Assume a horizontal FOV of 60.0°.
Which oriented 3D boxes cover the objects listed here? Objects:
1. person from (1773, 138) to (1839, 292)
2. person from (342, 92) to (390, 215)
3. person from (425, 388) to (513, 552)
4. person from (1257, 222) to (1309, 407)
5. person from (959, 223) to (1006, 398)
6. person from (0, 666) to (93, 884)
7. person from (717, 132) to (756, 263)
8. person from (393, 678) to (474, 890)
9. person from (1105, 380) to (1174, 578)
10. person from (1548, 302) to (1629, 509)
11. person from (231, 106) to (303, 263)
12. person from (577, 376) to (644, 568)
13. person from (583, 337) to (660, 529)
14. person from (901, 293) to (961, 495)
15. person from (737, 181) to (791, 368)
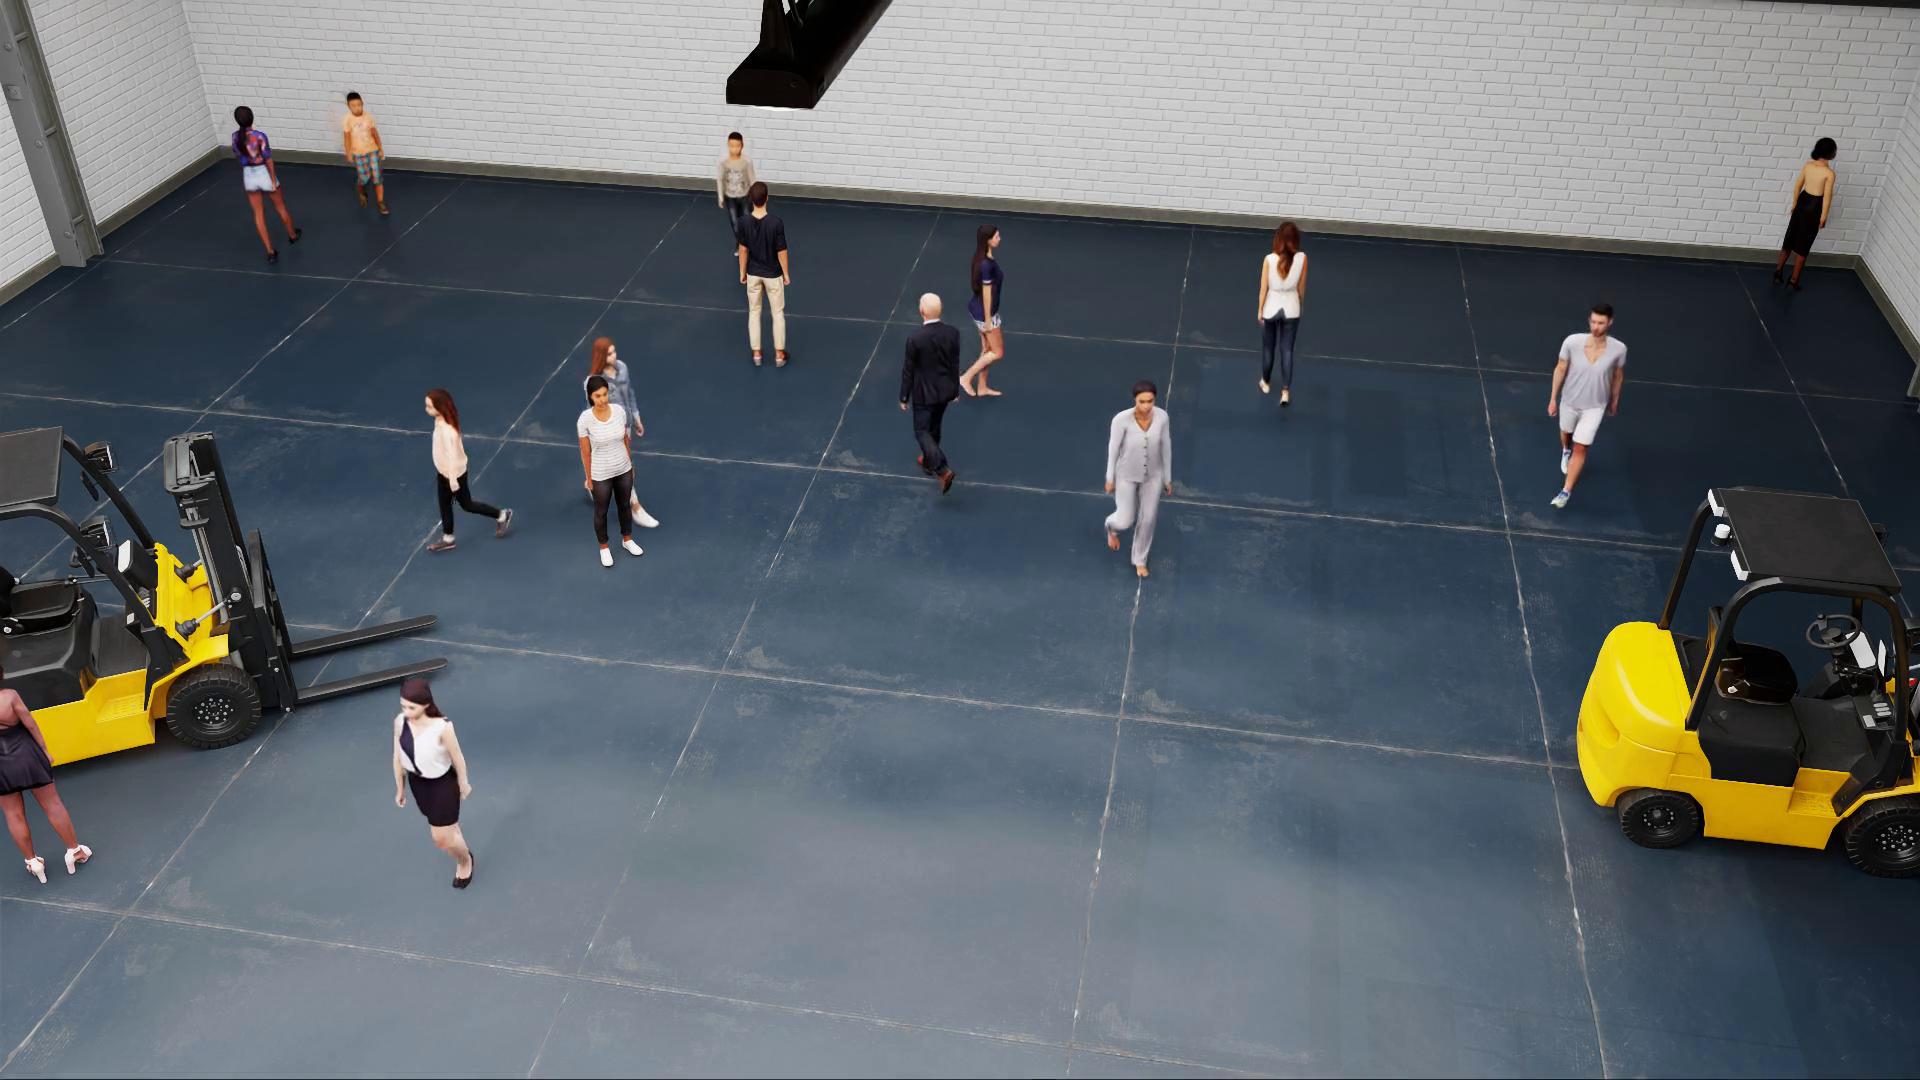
[{"bbox_3d":[8.998,-3.464,17.667,0.734,1.654,0.651,-15,37,-21],"label":"person"},{"bbox_3d":[-6.994,-4.553,19.492,0.764,1.447,0.824,-22,40,-30],"label":"person"},{"bbox_3d":[-4.056,-0.580,13.502,0.993,1.460,0.966,-19,38,-26],"label":"person"},{"bbox_3d":[3.011,-2.106,15.491,0.641,1.802,0.861,1,34,2],"label":"person"},{"bbox_3d":[0.152,-2.100,15.524,0.748,1.754,0.685,-4,34,-6],"label":"person"},{"bbox_3d":[-5.823,1.388,10.246,0.645,1.787,0.681,-13,36,-19],"label":"person"},{"bbox_3d":[-2.454,-3.832,18.411,0.608,1.443,0.814,2,34,2],"label":"person"},{"bbox_3d":[-3.192,1.475,10.252,0.589,1.636,0.621,10,35,14],"label":"person"},{"bbox_3d":[1.387,-0.556,13.233,0.825,1.719,0.914,-8,34,-11],"label":"person"},{"bbox_3d":[5.326,-1.219,14.165,0.976,1.791,1.390,15,36,21],"label":"person"},{"bbox_3d":[-7.711,-3.885,18.238,0.728,1.722,0.984,-1,34,-2],"label":"person"},{"bbox_3d":[-2.818,-0.573,13.323,0.653,1.647,0.715,-22,39,-29],"label":"person"},{"bbox_3d":[-2.933,-0.937,13.844,0.908,1.676,1.103,16,37,23],"label":"person"},{"bbox_3d":[-0.210,-1.227,14.187,1.047,1.780,1.170,-15,36,-21],"label":"person"},{"bbox_3d":[-1.897,-2.575,16.151,0.645,1.851,0.559,4,34,6],"label":"person"}]
